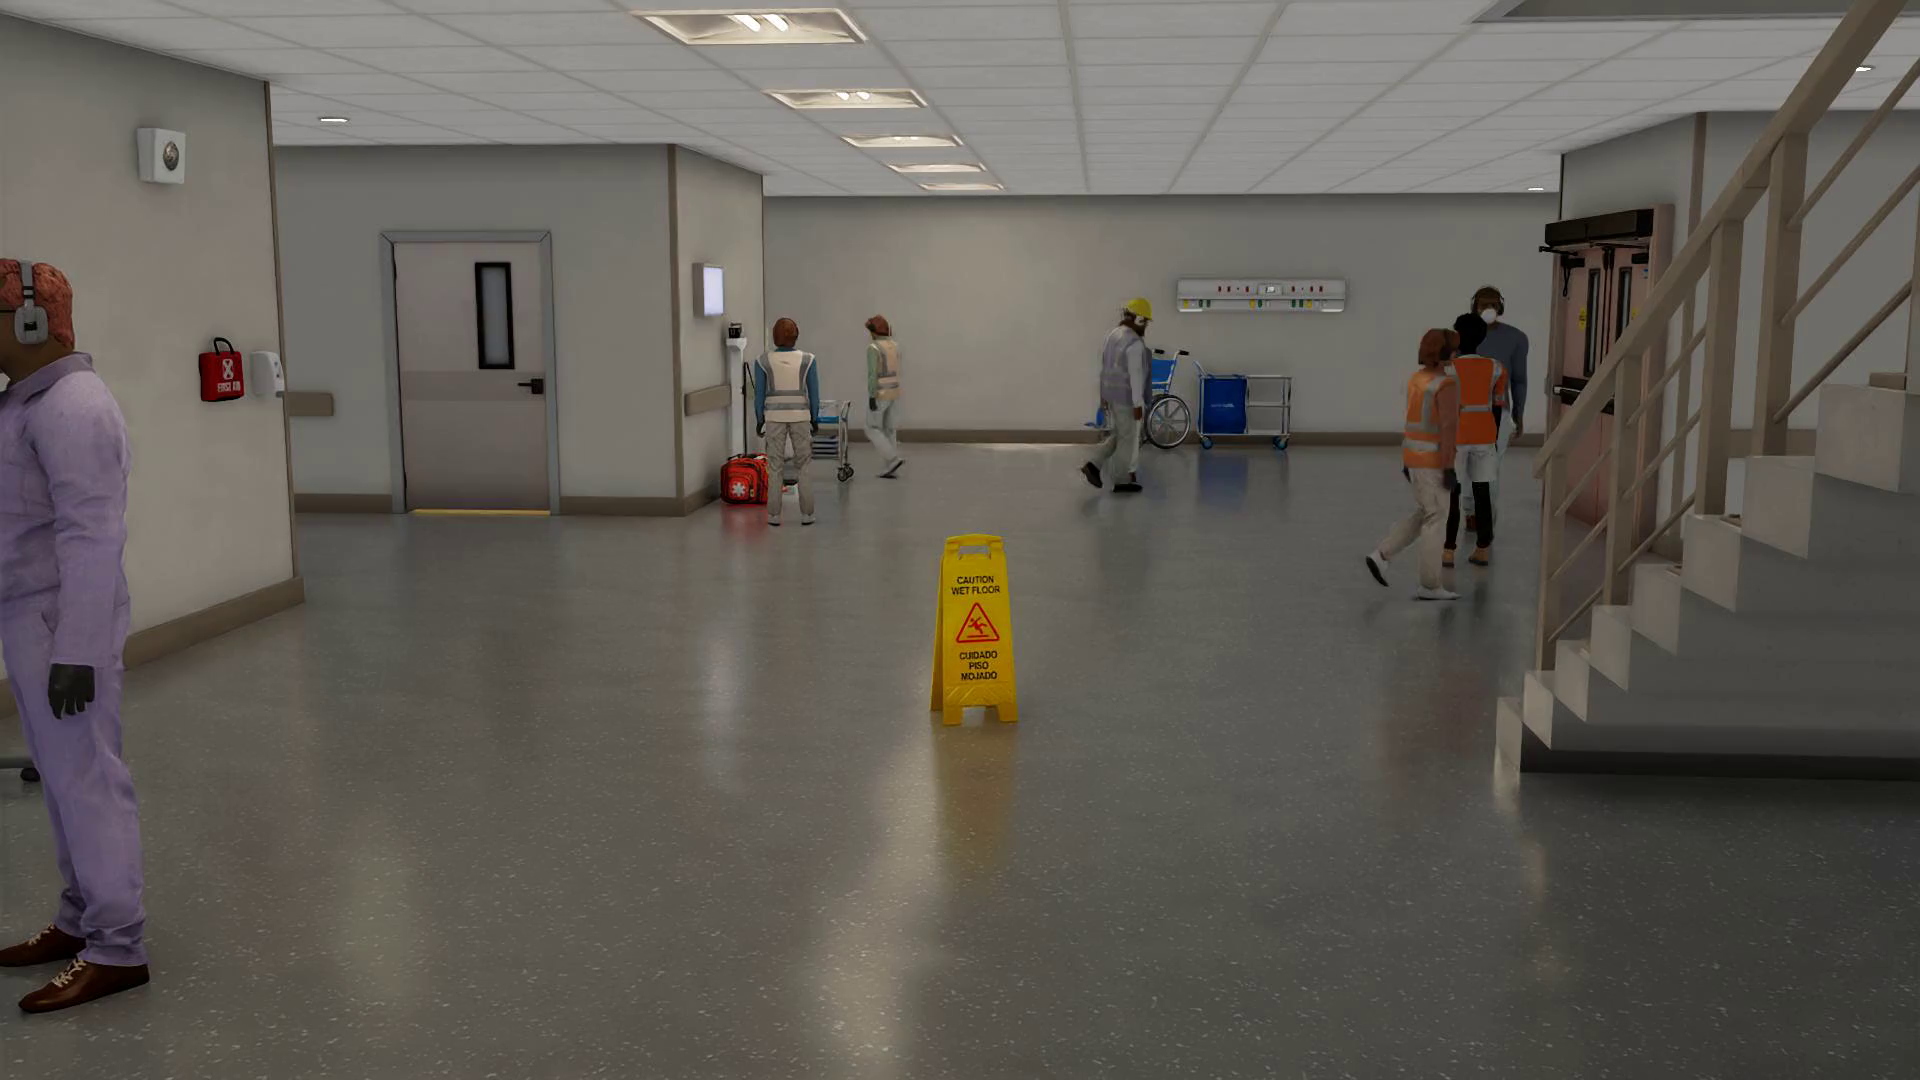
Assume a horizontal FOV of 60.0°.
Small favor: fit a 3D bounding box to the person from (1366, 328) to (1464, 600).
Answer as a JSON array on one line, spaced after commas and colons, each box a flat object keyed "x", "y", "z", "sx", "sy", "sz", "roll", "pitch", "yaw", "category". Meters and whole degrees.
[{"x": 2.735, "y": -0.442, "z": 9.857, "sx": 0.446, "sy": 1.624, "sz": 0.524, "roll": -1, "pitch": 8, "yaw": -8, "category": "person"}]

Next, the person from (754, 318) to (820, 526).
[{"x": -1.360, "y": -0.925, "z": 13.104, "sx": 0.513, "sy": 1.641, "sz": 0.309, "roll": -1, "pitch": 8, "yaw": -7, "category": "person"}]

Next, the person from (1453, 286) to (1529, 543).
[{"x": 3.897, "y": -0.946, "z": 12.436, "sx": 0.648, "sy": 1.888, "sz": 1.042, "roll": 2, "pitch": 9, "yaw": 16, "category": "person"}]

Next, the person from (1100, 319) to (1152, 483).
[{"x": 1.637, "y": -1.390, "z": 16.404, "sx": 0.511, "sy": 1.601, "sz": 0.818, "roll": 1, "pitch": 8, "yaw": 5, "category": "person"}]

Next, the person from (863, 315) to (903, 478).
[{"x": -0.763, "y": -1.406, "z": 16.406, "sx": 0.383, "sy": 1.622, "sz": 0.554, "roll": 5, "pitch": 10, "yaw": 31, "category": "person"}]

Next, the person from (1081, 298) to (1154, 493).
[{"x": 1.482, "y": -1.301, "z": 15.148, "sx": 0.558, "sy": 1.794, "sz": 0.635, "roll": -3, "pitch": 9, "yaw": -18, "category": "person"}]

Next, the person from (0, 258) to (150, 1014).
[{"x": -2.357, "y": 0.237, "z": 4.303, "sx": 0.409, "sy": 1.907, "sz": 0.651, "roll": -6, "pitch": 10, "yaw": -36, "category": "person"}]

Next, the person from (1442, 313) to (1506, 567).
[{"x": 3.374, "y": -0.660, "z": 11.107, "sx": 0.535, "sy": 1.700, "sz": 0.318, "roll": -2, "pitch": 9, "yaw": -11, "category": "person"}]
